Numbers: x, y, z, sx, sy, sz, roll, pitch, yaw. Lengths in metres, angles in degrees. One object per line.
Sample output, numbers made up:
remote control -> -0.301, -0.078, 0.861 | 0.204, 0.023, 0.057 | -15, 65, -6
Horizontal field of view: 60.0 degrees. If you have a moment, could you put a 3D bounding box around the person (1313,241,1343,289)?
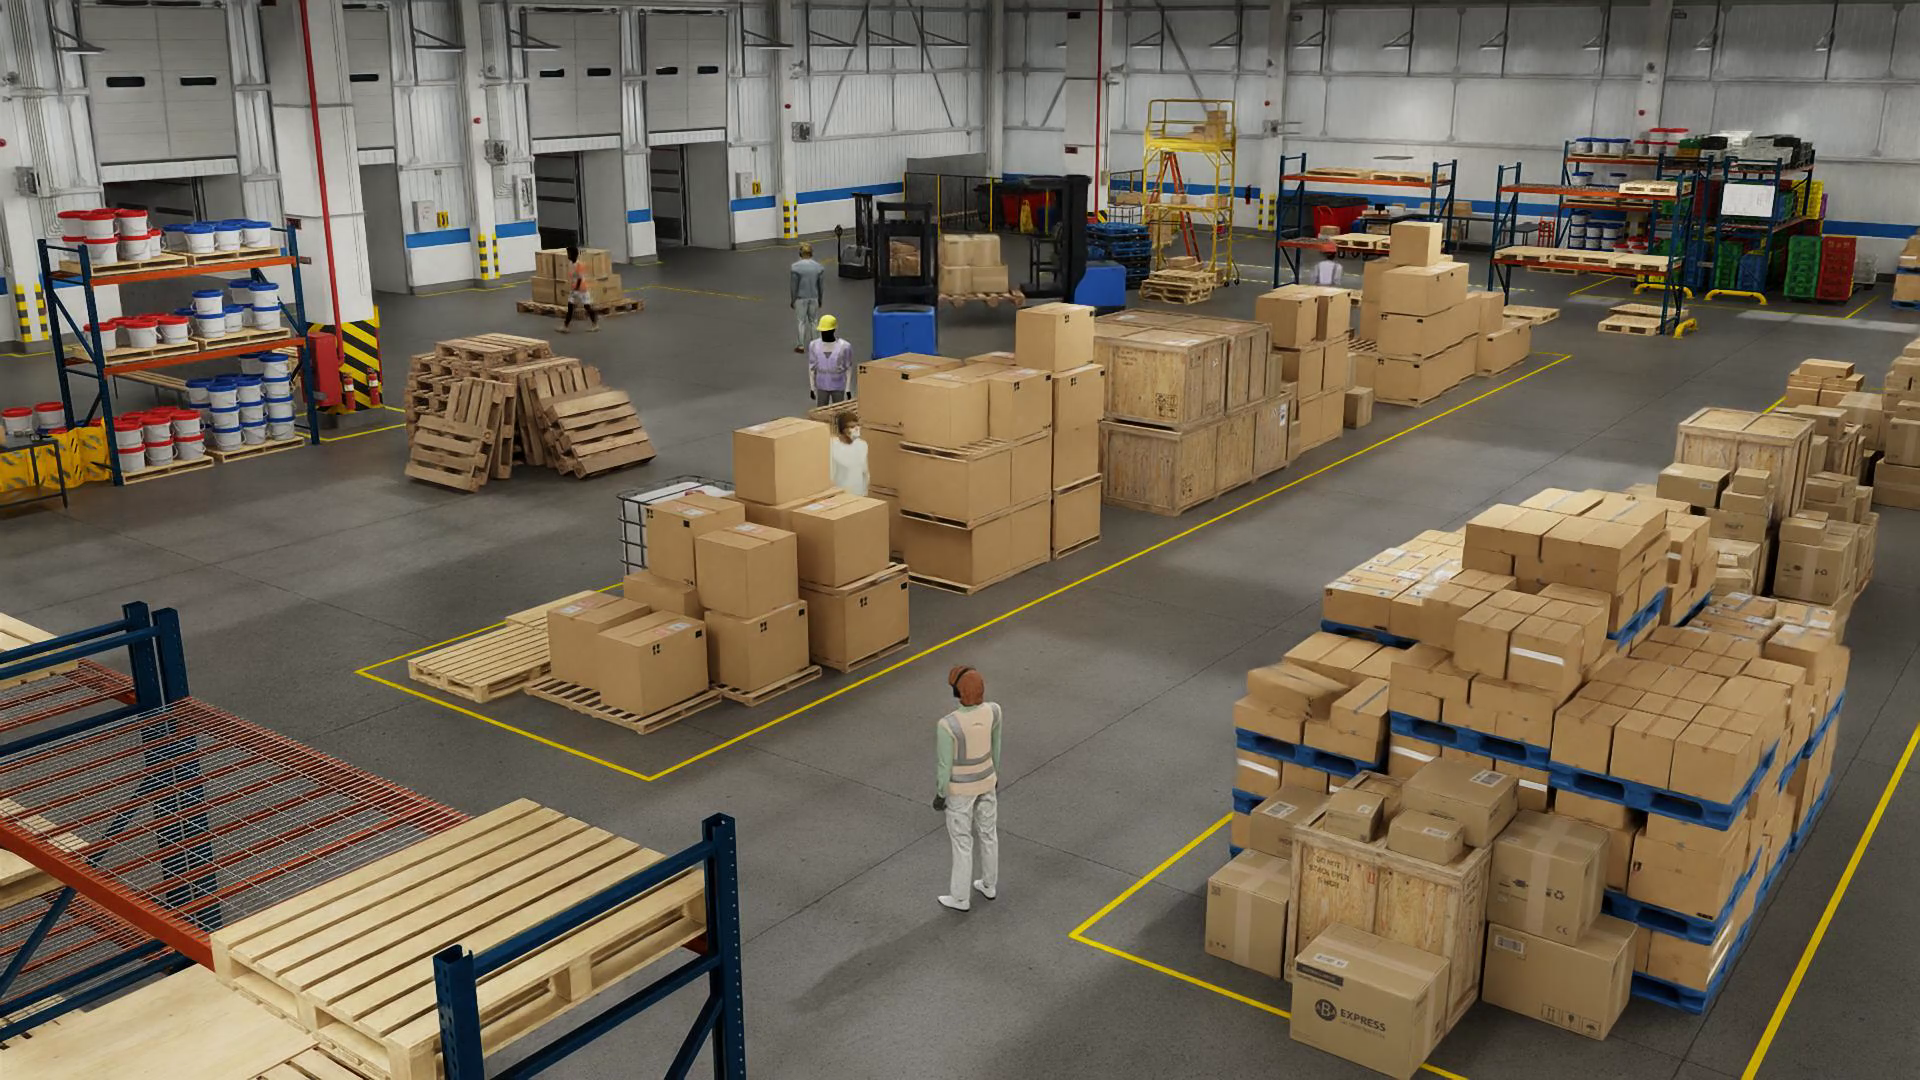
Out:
person -> 6.625, -4.431, 30.086 | 0.545, 1.916, 0.627 | 13, 21, 36

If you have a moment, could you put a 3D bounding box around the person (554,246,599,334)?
person -> -7.276, -4.728, 31.515 | 0.869, 1.644, 0.542 | -15, 22, -41

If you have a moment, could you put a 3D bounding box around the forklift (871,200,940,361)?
forklift -> -0.918, -4.306, 28.031 | 1.129, 2.768, 1.873 | 0, 17, 1

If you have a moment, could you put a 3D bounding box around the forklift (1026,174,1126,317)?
forklift -> 2.327, -5.821, 33.050 | 1.873, 2.768, 1.129 | -1, 17, -5

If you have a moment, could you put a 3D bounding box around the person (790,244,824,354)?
person -> -2.721, -4.282, 29.586 | 0.639, 1.927, 0.387 | -9, 19, -29

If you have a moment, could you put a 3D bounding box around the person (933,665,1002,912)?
person -> 0.055, 1.585, 10.637 | 0.514, 1.642, 0.310 | -13, 21, -37

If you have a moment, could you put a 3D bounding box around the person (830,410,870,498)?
person -> -1.147, -0.357, 16.575 | 0.535, 1.929, 0.646 | 14, 21, 38

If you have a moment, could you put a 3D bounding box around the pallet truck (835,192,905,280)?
pallet truck -> -1.936, -7.159, 38.982 | 1.885, 1.965, 0.823 | -12, 21, -34

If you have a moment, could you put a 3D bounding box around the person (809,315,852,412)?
person -> -1.728, -2.055, 22.207 | 0.589, 1.923, 0.383 | 3, 17, 10
